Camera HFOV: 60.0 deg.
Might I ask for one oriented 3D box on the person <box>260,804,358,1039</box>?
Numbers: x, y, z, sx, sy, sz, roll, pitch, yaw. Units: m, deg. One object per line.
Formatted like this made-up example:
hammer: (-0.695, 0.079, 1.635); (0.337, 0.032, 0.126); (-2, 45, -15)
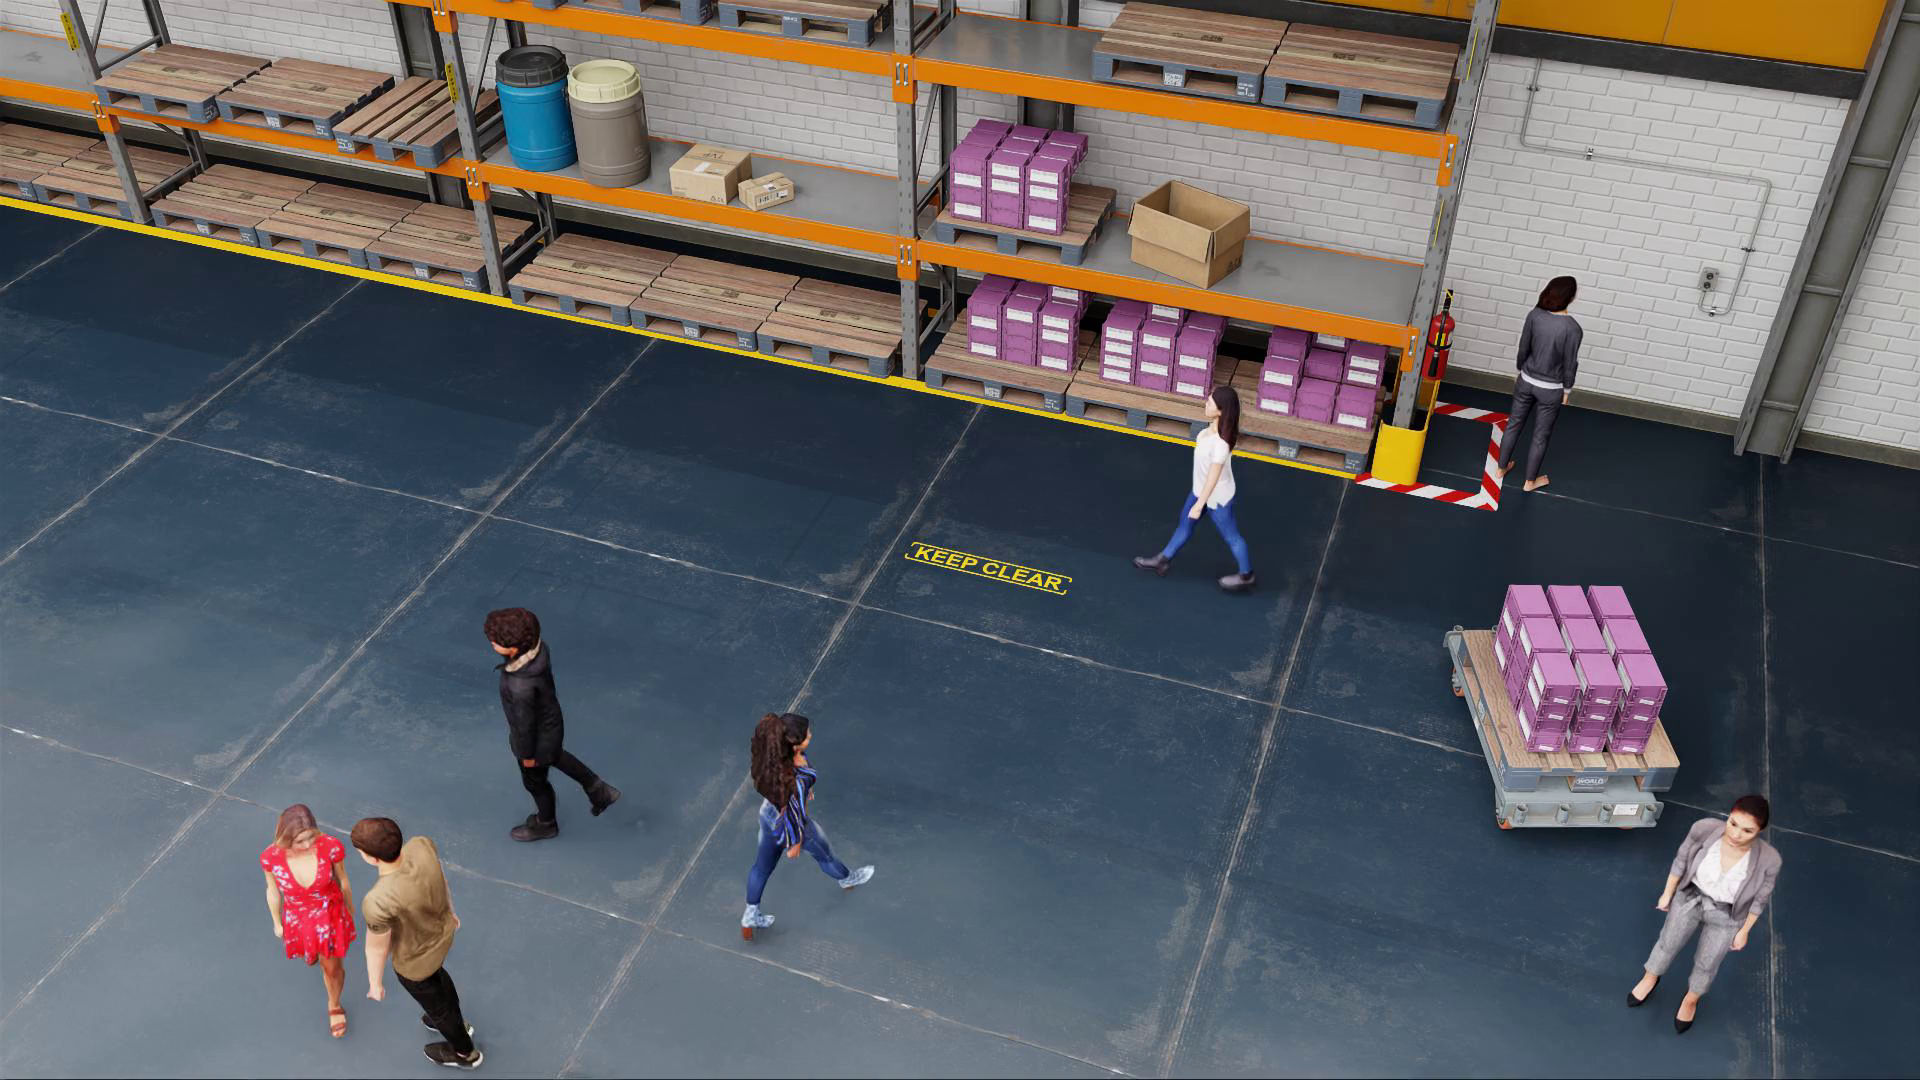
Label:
person: (-3.332, 1.880, 8.644); (0.916, 1.562, 0.936); (-8, 39, -10)

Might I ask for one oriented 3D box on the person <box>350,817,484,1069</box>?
person: (-2.597, 2.028, 8.234); (0.659, 1.844, 0.706); (11, 40, 13)

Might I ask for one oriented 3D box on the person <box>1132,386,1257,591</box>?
person: (1.817, -0.273, 11.295); (1.160, 1.619, 0.789); (5, 39, 6)

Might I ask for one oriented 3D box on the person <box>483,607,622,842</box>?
person: (-2.349, 1.063, 9.505); (1.013, 1.766, 0.843); (-2, 39, -2)

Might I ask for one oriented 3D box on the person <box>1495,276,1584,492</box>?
person: (4.297, -1.162, 12.288); (0.609, 1.768, 0.745); (32, 48, 33)

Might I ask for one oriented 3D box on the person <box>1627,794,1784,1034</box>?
person: (3.841, 1.899, 8.529); (0.627, 1.677, 0.757); (27, 46, 30)

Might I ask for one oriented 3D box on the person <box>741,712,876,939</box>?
person: (-1.005, 1.574, 9.026); (1.059, 1.565, 1.080); (-23, 44, -26)
